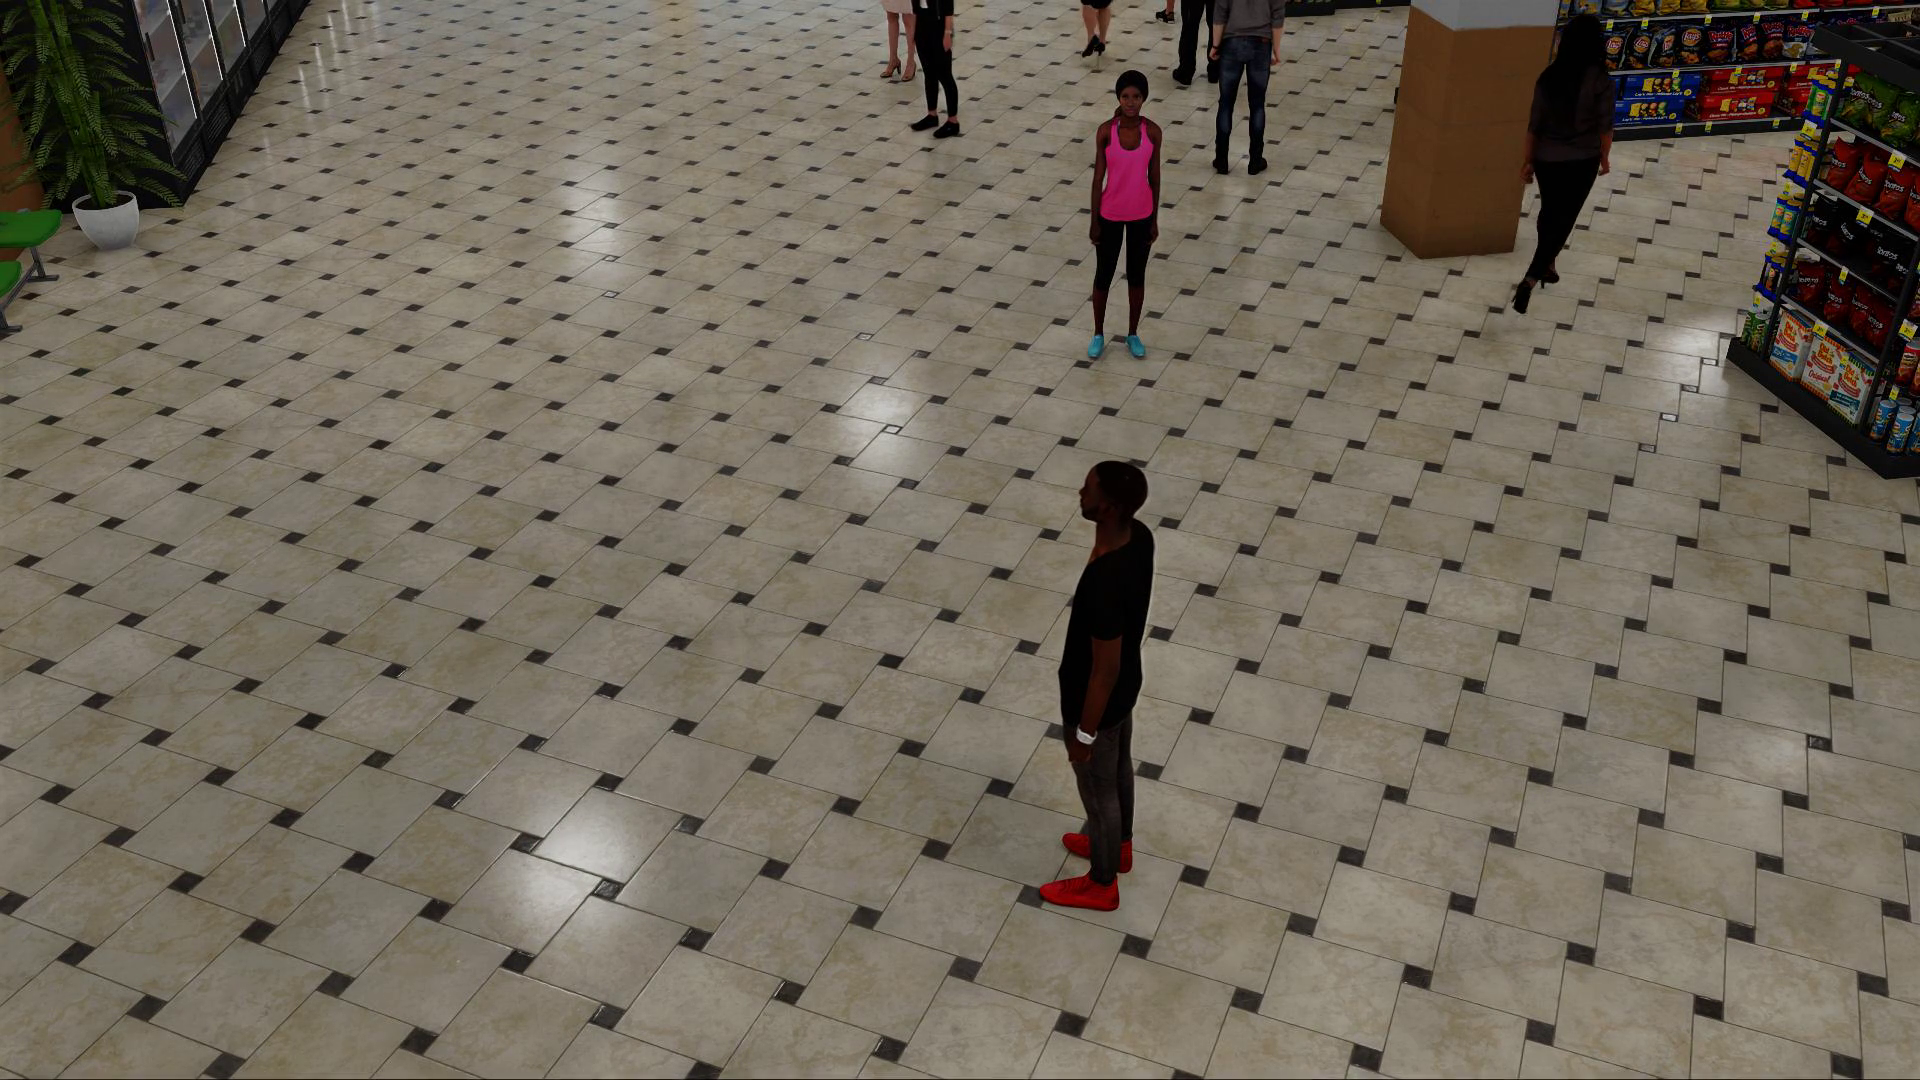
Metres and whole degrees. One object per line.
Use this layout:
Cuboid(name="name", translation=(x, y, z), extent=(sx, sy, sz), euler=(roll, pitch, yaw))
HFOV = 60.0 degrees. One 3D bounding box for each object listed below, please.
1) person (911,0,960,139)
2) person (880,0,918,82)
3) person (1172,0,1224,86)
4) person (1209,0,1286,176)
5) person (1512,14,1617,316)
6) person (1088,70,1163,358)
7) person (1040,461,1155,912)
Cuboid(name="person", translation=(-0.185, -4.107, 13.326), extent=(0.698, 1.707, 0.681), euler=(-24, 39, -33))
Cuboid(name="person", translation=(-0.535, -4.929, 14.620), extent=(0.691, 1.735, 0.749), euler=(21, 37, 29))
Cuboid(name="person", translation=(2.138, -4.913, 14.497), extent=(0.491, 1.839, 0.768), euler=(-5, 32, -7))
Cuboid(name="person", translation=(2.152, -3.702, 12.488), extent=(0.662, 1.905, 0.830), euler=(6, 32, 10))
Cuboid(name="person", translation=(3.684, -2.252, 10.256), extent=(1.108, 1.801, 1.229), euler=(26, 40, 35))
Cuboid(name="person", translation=(0.968, -1.901, 9.765), extent=(0.528, 1.724, 0.656), euler=(-1, 32, -1))
Cuboid(name="person", translation=(0.508, 0.523, 5.794), extent=(0.703, 1.804, 0.722), euler=(10, 33, 16))
